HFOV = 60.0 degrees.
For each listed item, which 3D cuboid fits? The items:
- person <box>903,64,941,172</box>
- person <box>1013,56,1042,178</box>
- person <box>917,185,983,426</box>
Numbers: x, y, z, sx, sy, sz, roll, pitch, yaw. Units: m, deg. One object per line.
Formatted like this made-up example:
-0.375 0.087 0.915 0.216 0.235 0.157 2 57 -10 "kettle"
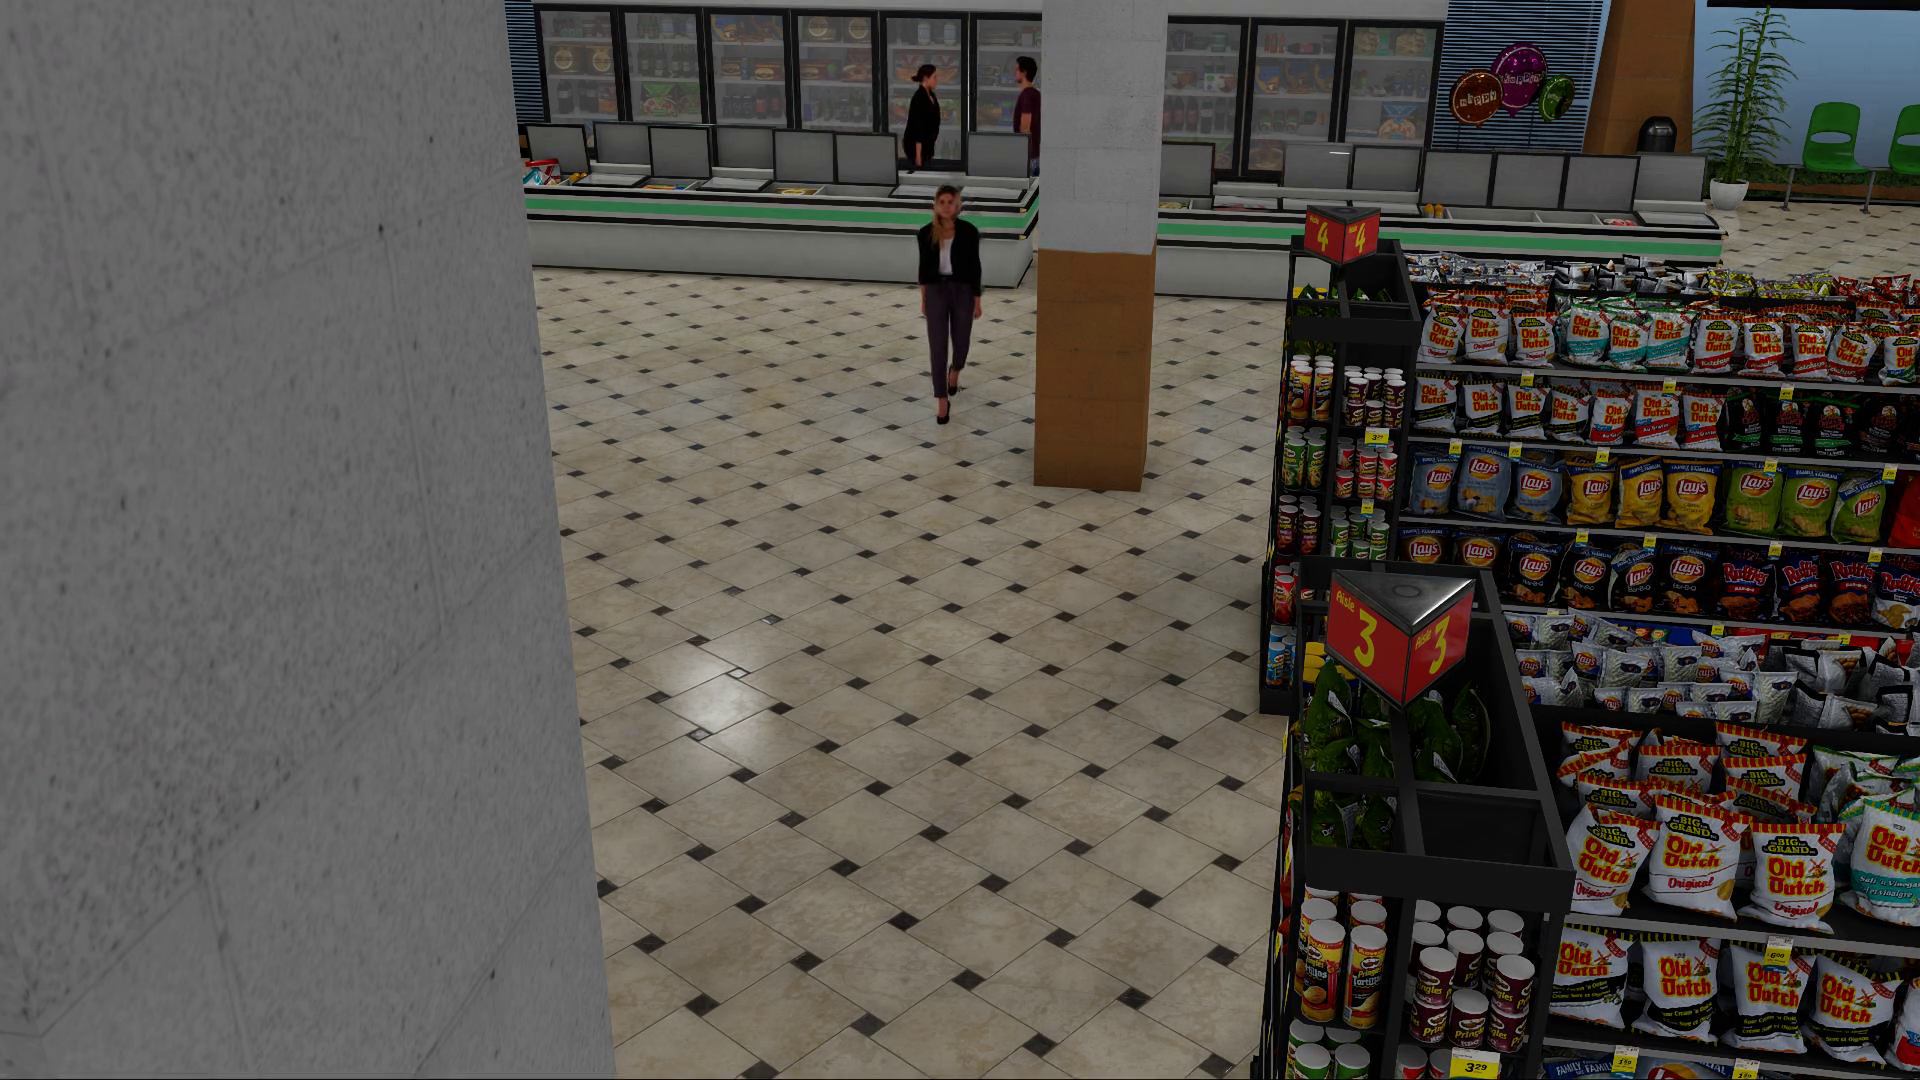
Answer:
-0.482 -3.976 16.998 0.928 1.685 0.634 6 24 14 "person"
0.720 -3.818 16.442 0.898 1.841 0.663 5 24 10 "person"
-0.061 -1.692 11.850 1.016 1.627 0.782 0 24 0 "person"
